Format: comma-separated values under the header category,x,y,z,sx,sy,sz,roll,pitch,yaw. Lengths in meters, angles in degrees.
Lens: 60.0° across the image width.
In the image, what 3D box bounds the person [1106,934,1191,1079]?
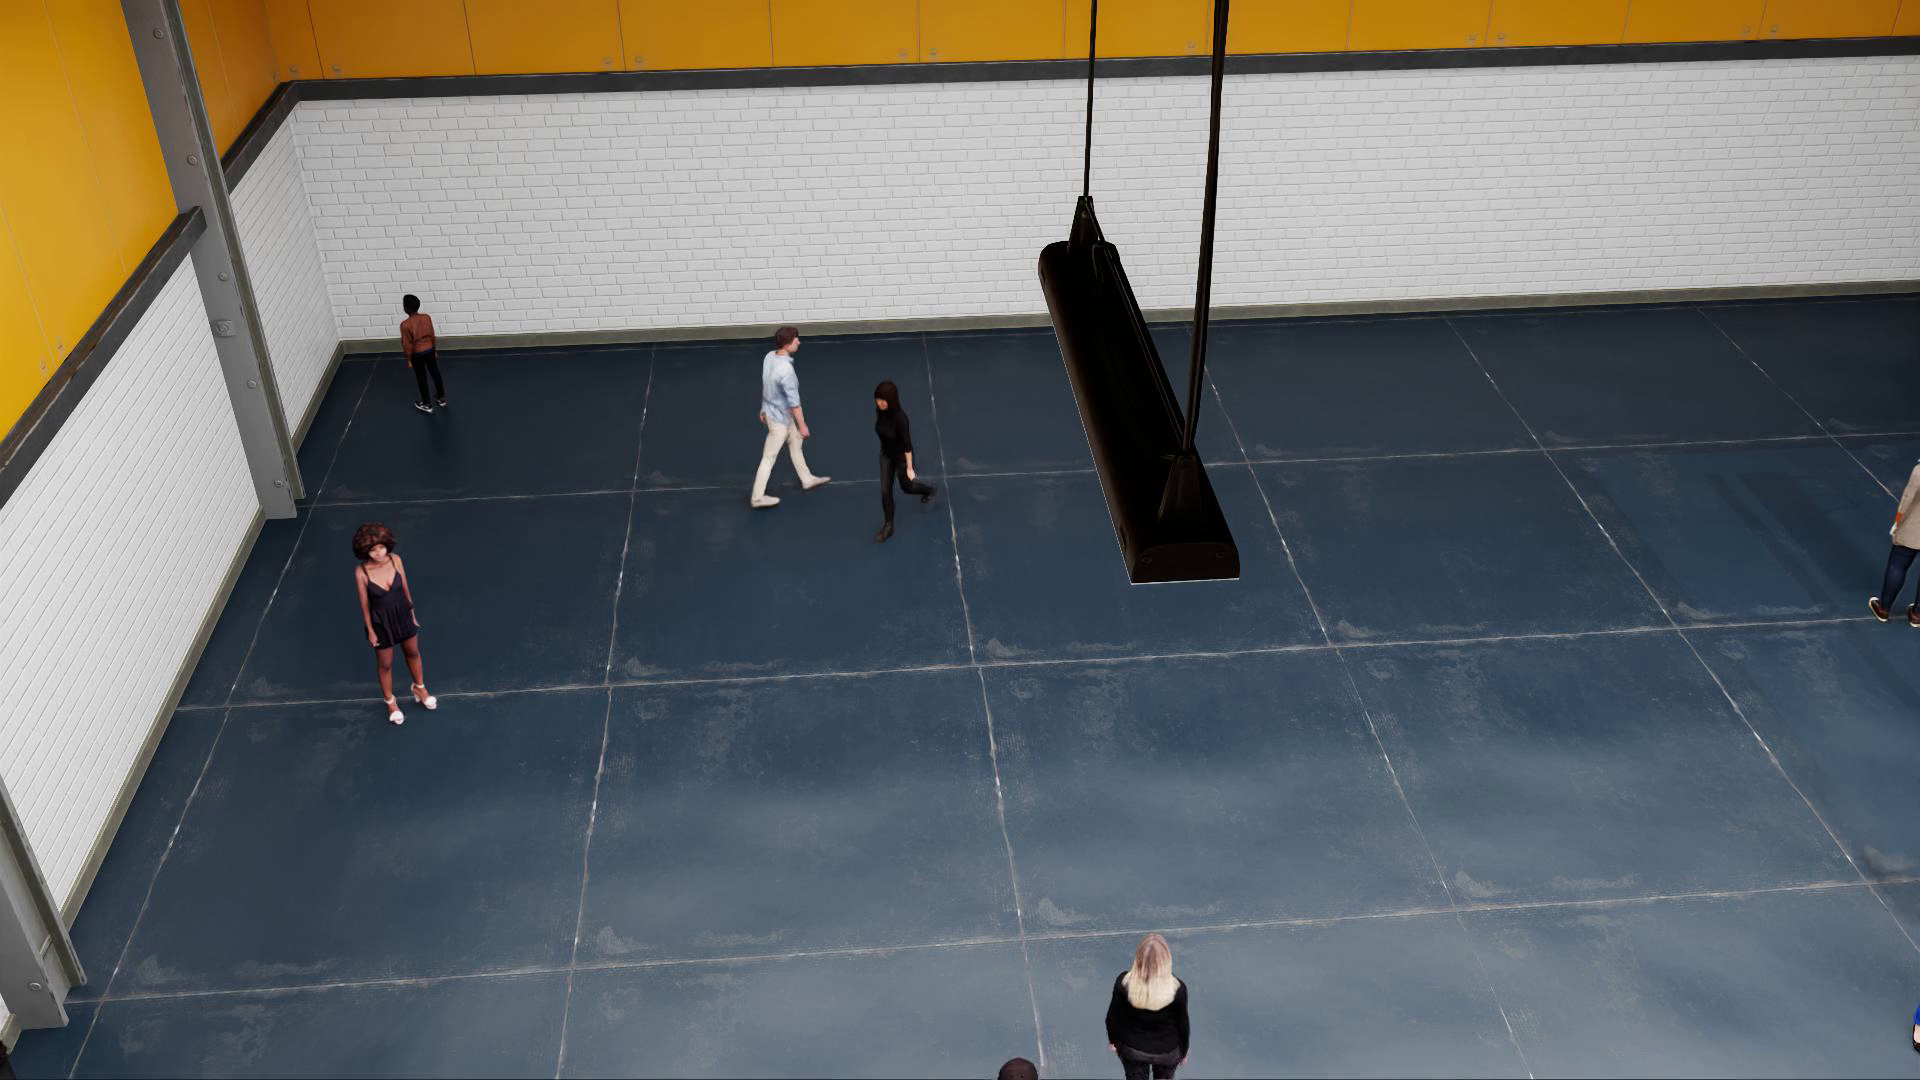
category,x,y,z,sx,sy,sz,roll,pitch,yaw
person,1.051,2.916,9.345,0.712,1.680,0.749,6,34,8

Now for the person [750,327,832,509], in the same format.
category,x,y,z,sx,sy,sz,roll,pitch,yaw
person,-1.744,-1.094,15.267,0.914,1.801,1.078,-12,36,-18

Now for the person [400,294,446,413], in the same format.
category,x,y,z,sx,sy,sz,roll,pitch,yaw
person,-5.508,-1.928,17.020,0.650,1.250,0.591,25,41,33

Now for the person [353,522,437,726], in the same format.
category,x,y,z,sx,sy,sz,roll,pitch,yaw
person,-4.343,0.628,12.691,0.656,1.785,0.697,-25,41,-33

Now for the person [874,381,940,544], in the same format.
category,x,y,z,sx,sy,sz,roll,pitch,yaw
person,-0.513,-0.772,14.968,1.008,1.597,1.085,24,41,32

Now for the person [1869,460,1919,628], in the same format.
category,x,y,z,sx,sy,sz,roll,pitch,yaw
person,8.022,-0.143,13.755,0.777,1.893,0.791,9,35,13
